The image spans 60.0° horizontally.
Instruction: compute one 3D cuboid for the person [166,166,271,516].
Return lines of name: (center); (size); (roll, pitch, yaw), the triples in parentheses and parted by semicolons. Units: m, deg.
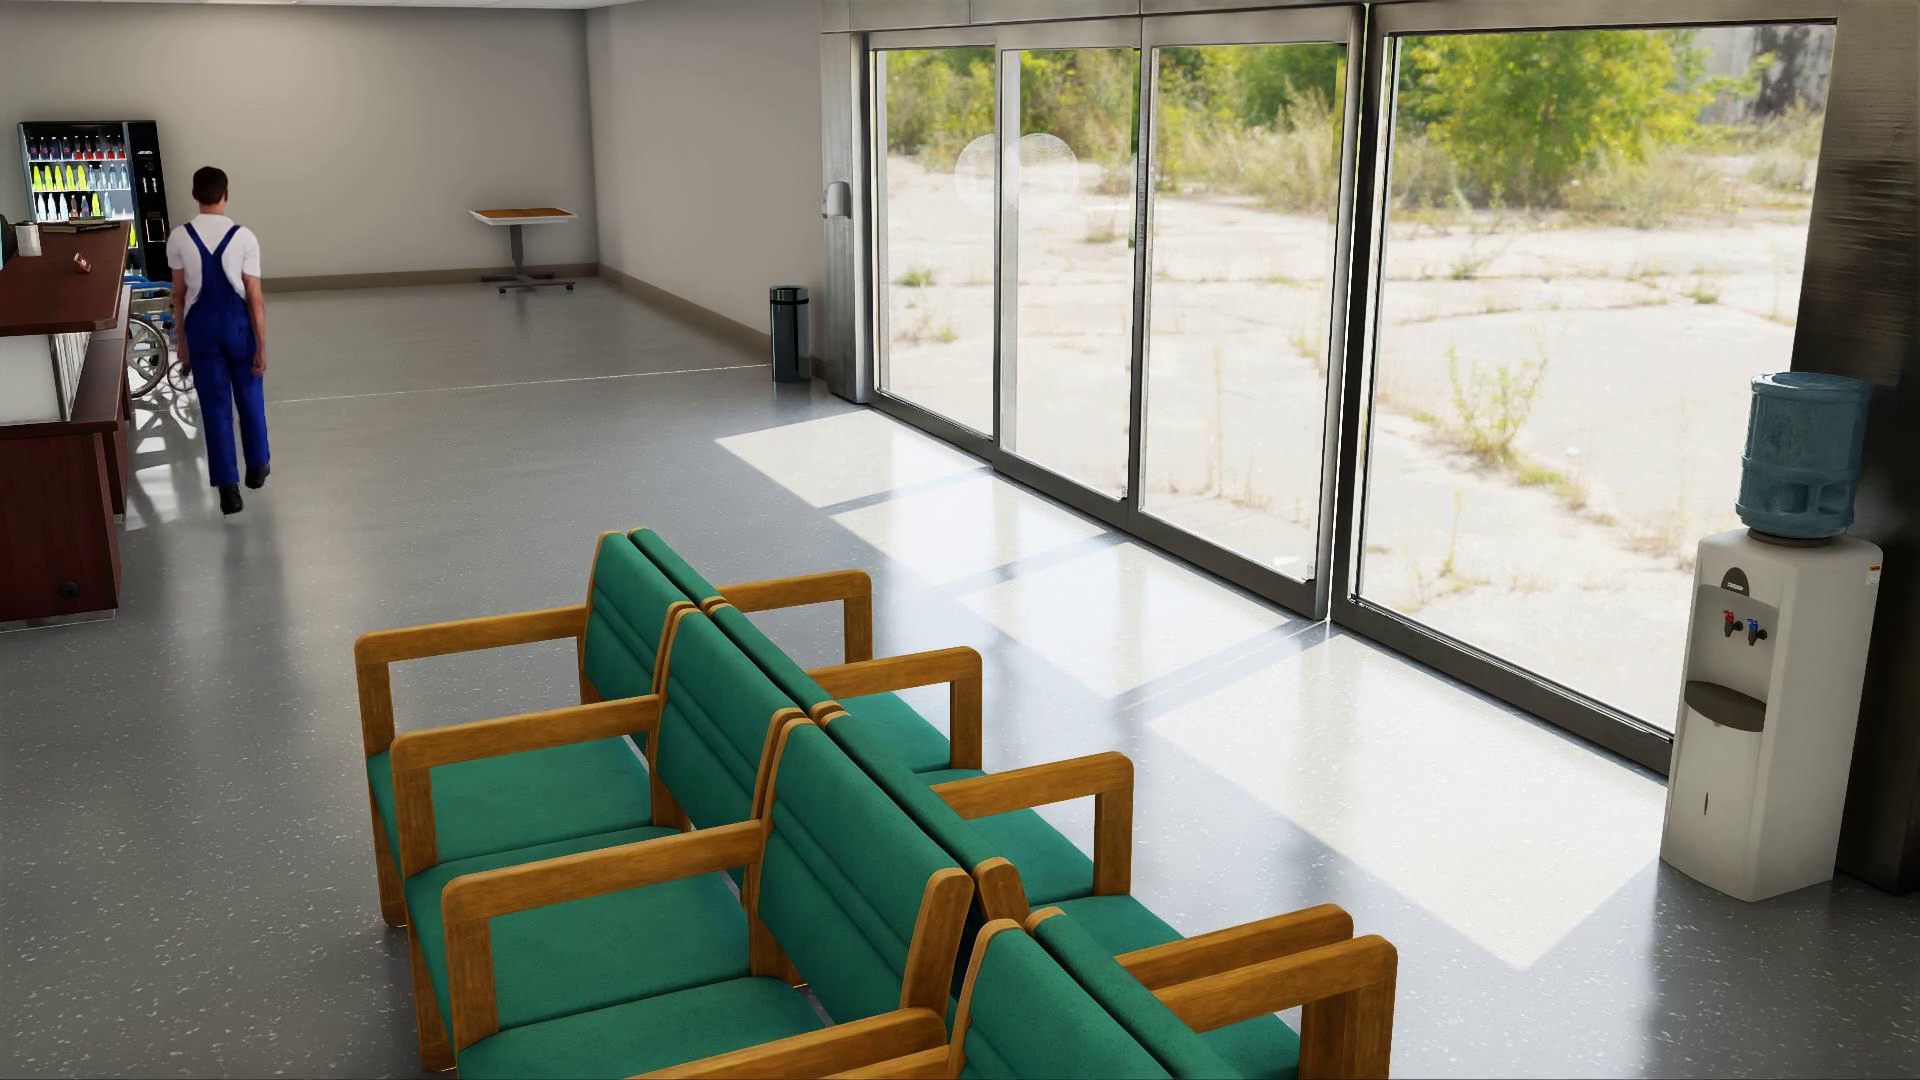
person: (-3.927, -1.013, 8.809); (1.234, 1.799, 0.791); (-5, 17, -18)
